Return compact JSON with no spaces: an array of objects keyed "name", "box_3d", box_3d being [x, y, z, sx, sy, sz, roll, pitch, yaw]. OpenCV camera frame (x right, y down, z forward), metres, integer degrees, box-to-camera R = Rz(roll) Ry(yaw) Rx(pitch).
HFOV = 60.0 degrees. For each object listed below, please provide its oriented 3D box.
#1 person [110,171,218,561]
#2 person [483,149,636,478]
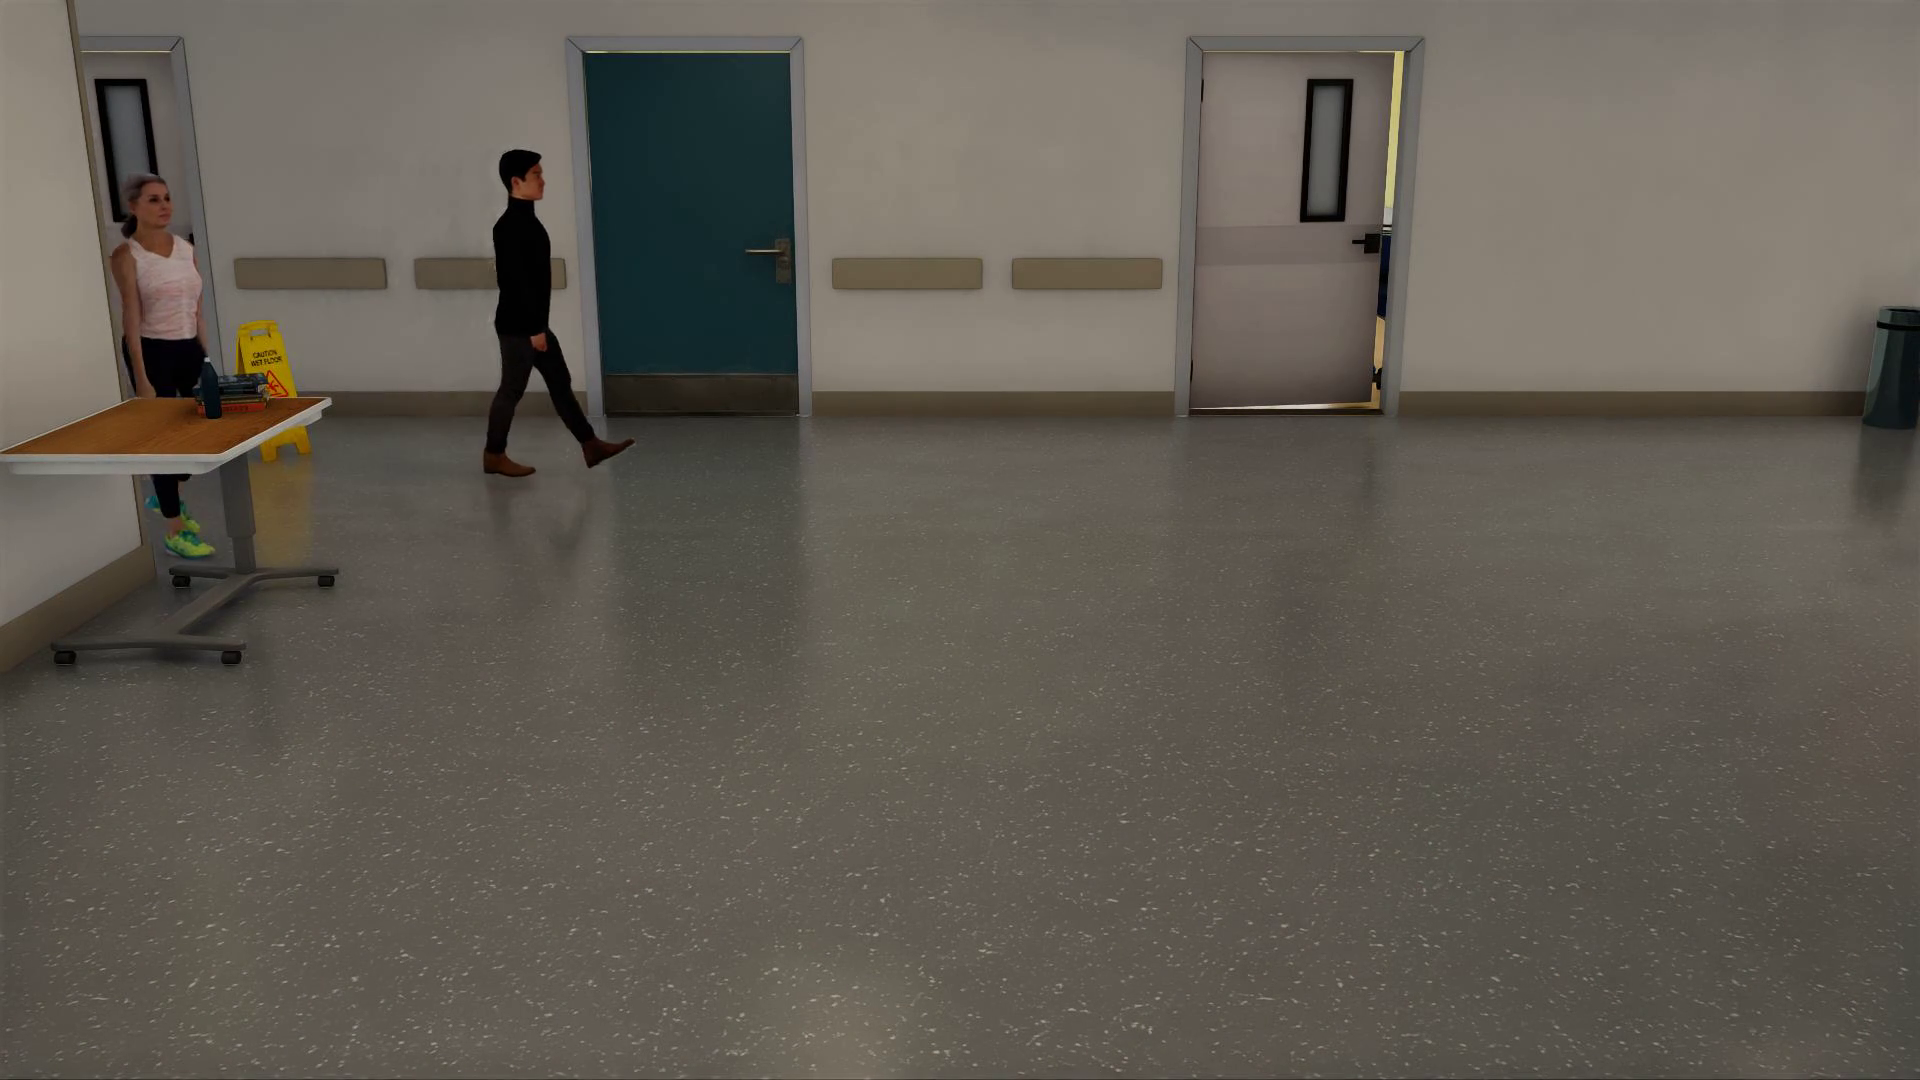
[{"name":"person","box_3d":[-3.559,-0.760,7.327,0.791,1.693,0.736,6,17,21]},{"name":"person","box_3d":[-2.345,-1.147,8.700,1.020,1.693,0.697,1,16,2]}]
